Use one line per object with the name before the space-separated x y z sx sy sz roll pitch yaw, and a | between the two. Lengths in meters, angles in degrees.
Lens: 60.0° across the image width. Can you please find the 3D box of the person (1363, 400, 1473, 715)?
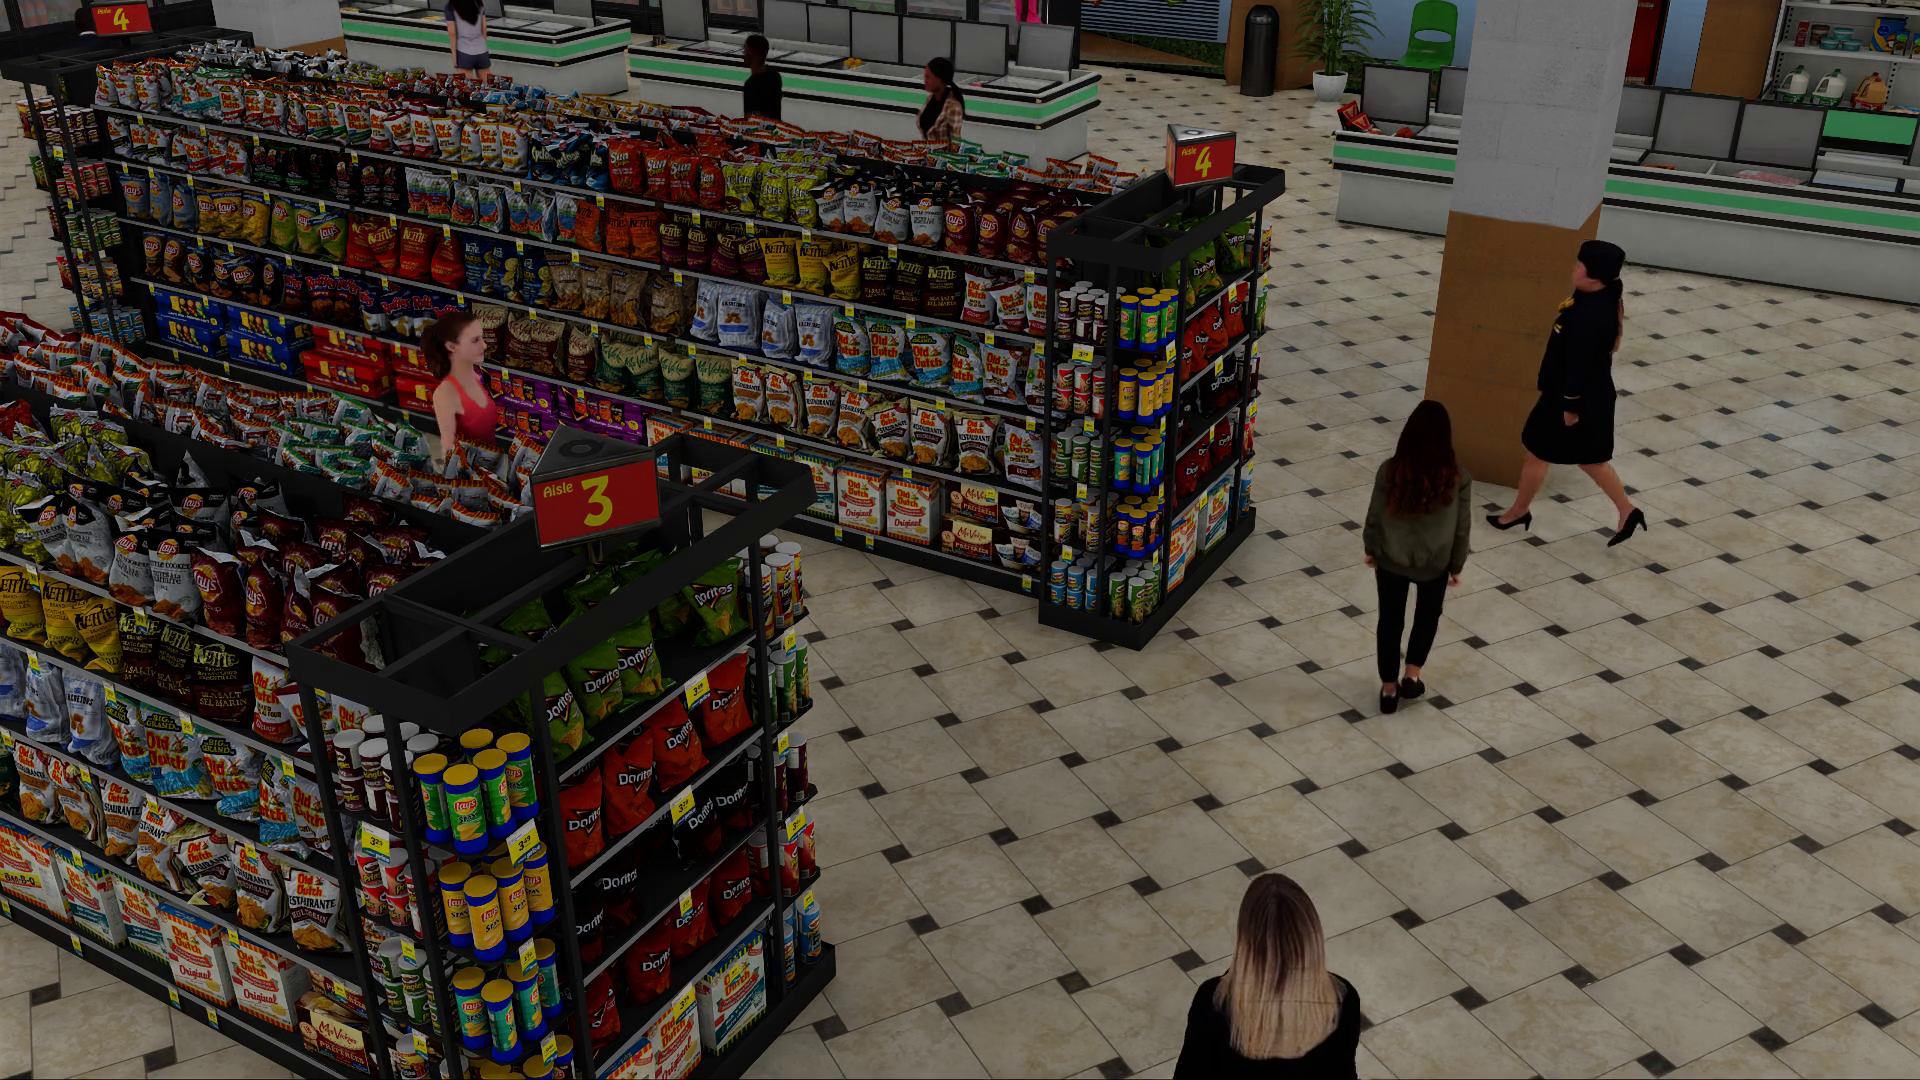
person | 1.958 0.119 7.201 0.569 1.472 0.710 8 28 16

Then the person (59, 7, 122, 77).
person | -7.241 -3.549 14.066 0.828 1.805 0.888 -7 28 -14

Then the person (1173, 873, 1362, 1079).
person | 0.762 1.576 4.100 0.859 1.678 0.892 0 27 -1

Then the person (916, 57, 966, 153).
person | -0.132 -2.677 12.360 0.731 1.793 0.624 -16 31 -29

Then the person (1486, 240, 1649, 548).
person | 3.282 -0.705 8.638 1.092 1.643 0.775 19 33 33

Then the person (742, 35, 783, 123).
person | -1.449 -3.018 13.061 1.130 1.766 0.660 16 31 28

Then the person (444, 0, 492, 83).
person | -4.985 -4.950 16.945 0.604 1.701 0.636 23 35 38

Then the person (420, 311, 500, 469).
person | -2.271 -0.192 7.524 1.002 1.735 0.788 3 27 6

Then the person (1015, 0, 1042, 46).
person | 0.756 -5.536 18.074 0.536 1.723 0.562 14 30 25
